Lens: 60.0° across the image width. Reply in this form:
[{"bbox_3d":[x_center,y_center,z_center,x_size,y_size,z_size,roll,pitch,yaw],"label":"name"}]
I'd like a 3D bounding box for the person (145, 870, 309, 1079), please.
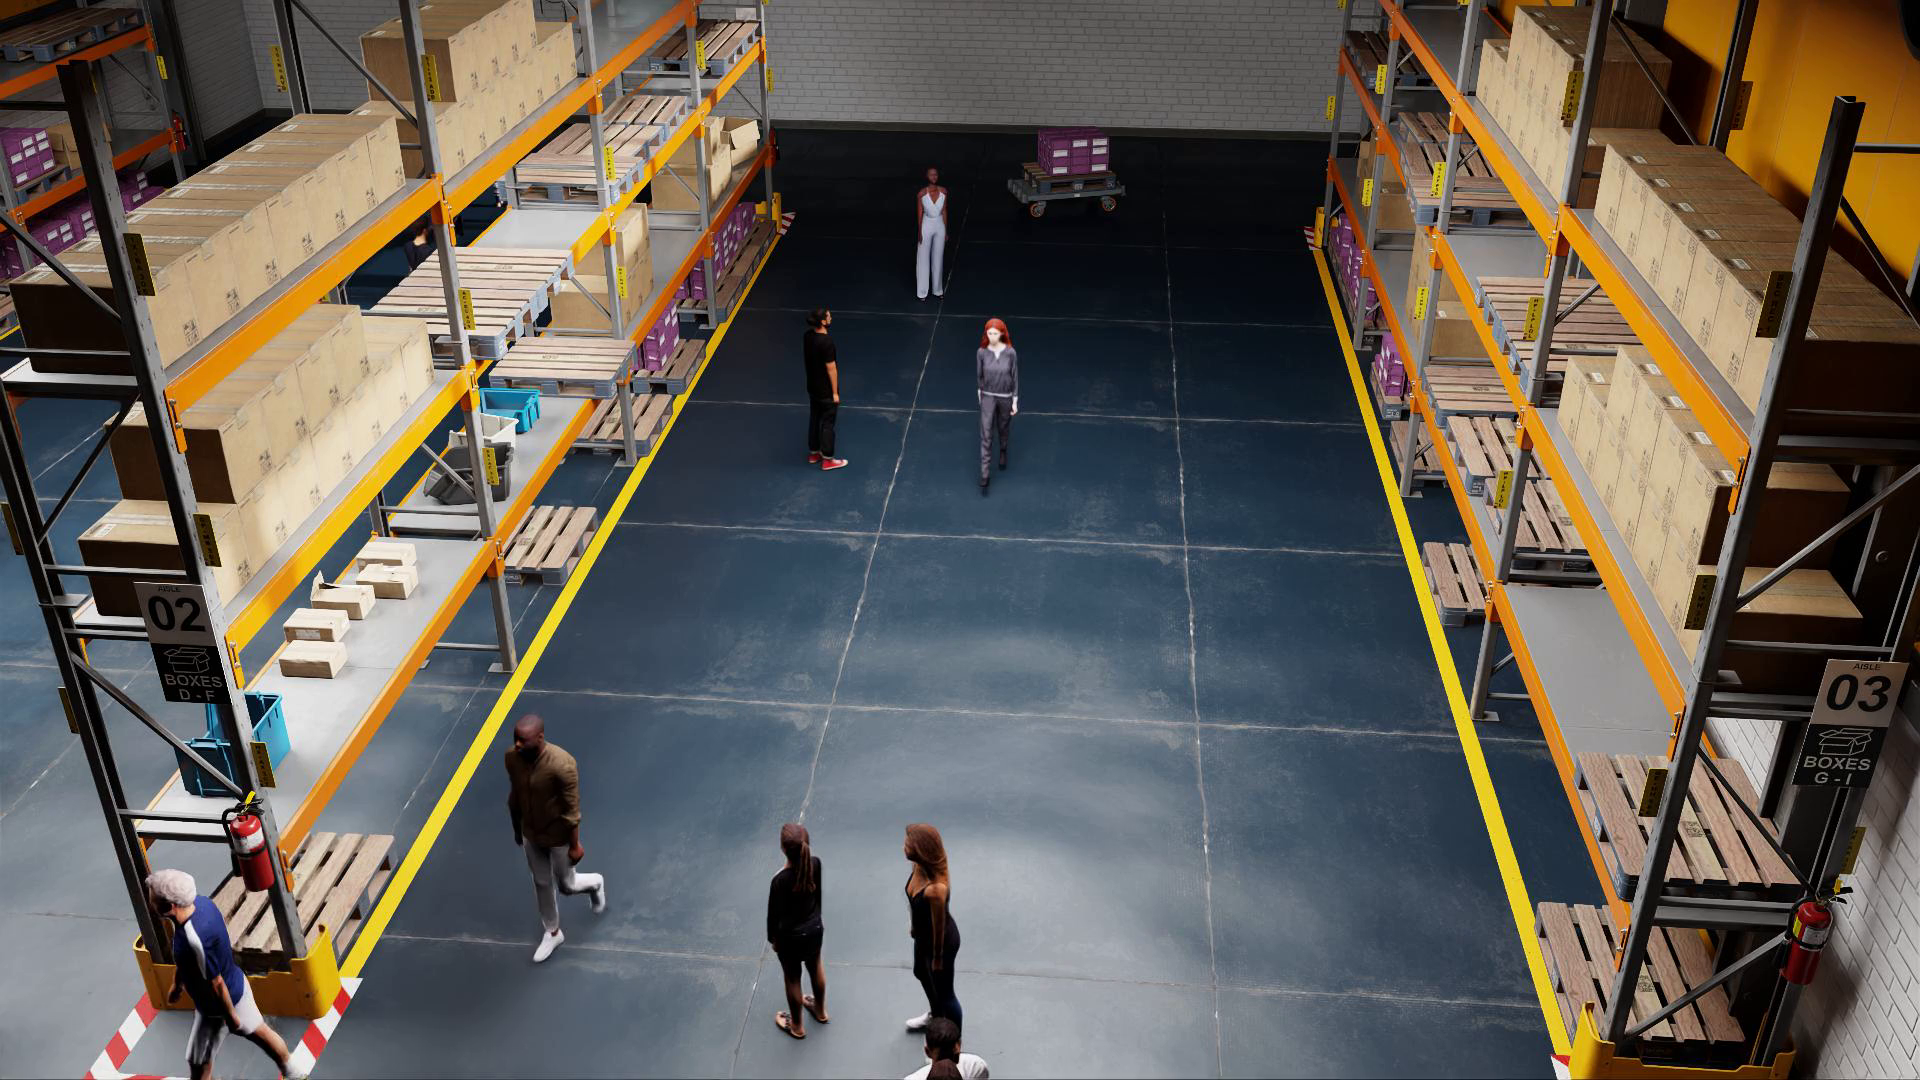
[{"bbox_3d":[-4.175,2.610,9.588,1.059,1.778,1.187,-12,31,-21],"label":"person"}]

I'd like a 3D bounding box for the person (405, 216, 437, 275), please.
[{"bbox_3d":[-6.309,-2.883,19.590,0.791,1.844,0.845,12,31,20],"label":"person"}]

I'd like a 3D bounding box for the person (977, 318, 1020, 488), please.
[{"bbox_3d":[0.407,-1.462,17.114,0.577,1.719,1.117,2,29,4],"label":"person"}]

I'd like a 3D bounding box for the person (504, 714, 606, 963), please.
[{"bbox_3d":[-2.641,1.882,10.890,0.882,1.808,1.008,11,31,20],"label":"person"}]

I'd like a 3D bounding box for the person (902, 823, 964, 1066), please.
[{"bbox_3d":[-0.136,2.408,10.028,0.713,1.711,0.599,-10,30,-17],"label":"person"}]

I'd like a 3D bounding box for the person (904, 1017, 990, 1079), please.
[{"bbox_3d":[-0.076,3.161,8.486,0.755,1.864,0.745,-13,31,-22],"label":"person"}]

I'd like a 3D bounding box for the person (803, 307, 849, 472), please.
[{"bbox_3d":[-1.439,-1.591,17.310,0.757,1.757,0.698,-22,36,-35],"label":"person"}]

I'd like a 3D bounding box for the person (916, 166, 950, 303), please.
[{"bbox_3d":[-0.367,-4.006,21.712,0.647,1.782,0.634,-11,30,-19],"label":"person"}]

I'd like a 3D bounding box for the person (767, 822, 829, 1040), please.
[{"bbox_3d":[-0.986,2.385,10.233,0.629,1.555,0.690,-23,36,-35],"label":"person"}]
